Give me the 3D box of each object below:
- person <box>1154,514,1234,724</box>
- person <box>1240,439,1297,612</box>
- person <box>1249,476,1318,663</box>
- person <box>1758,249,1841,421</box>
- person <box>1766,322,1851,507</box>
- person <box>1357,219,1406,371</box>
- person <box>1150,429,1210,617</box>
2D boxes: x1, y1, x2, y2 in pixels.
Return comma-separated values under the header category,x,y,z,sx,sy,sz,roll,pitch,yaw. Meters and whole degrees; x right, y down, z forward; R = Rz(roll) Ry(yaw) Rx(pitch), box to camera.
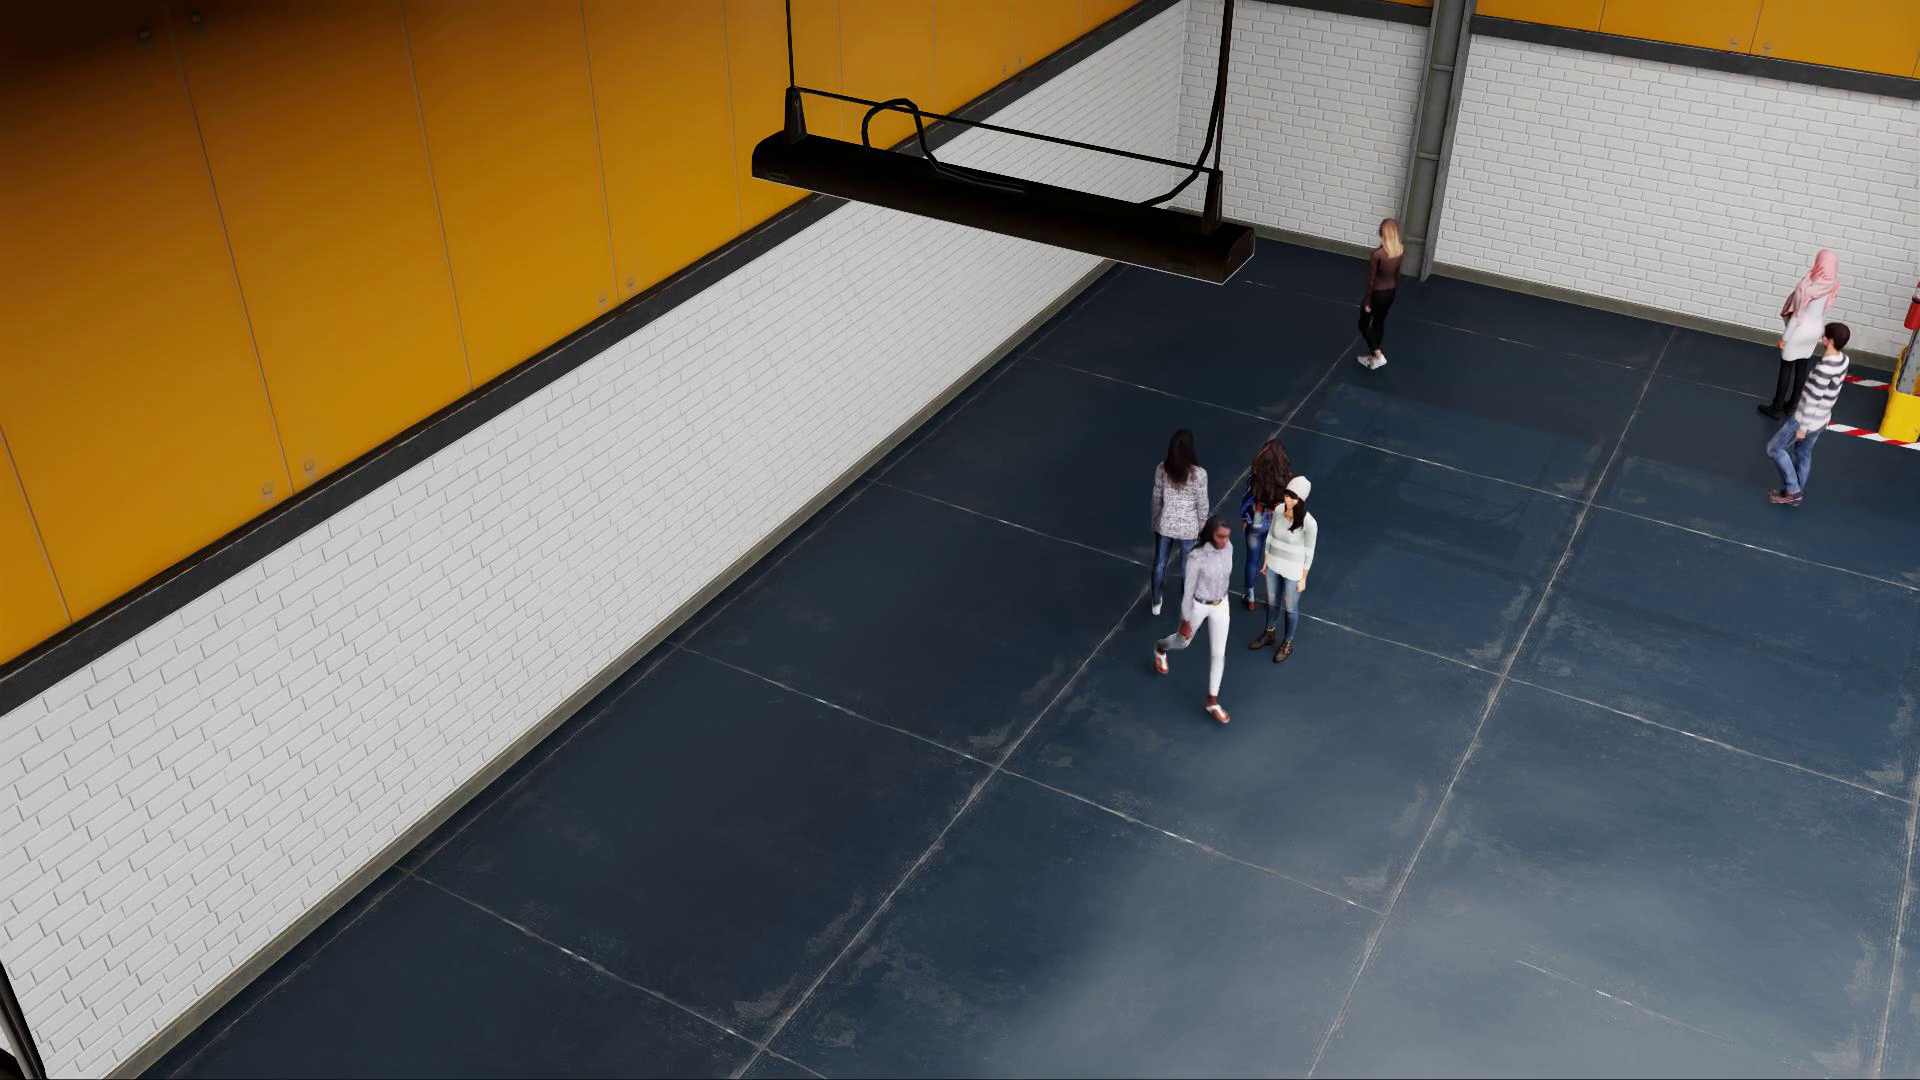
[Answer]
category,x,y,z,sx,sy,sz,roll,pitch,yaw
person,1.816,0.508,12.725,1.061,1.692,1.238,-15,36,-21
person,2.532,-0.127,13.750,0.620,1.615,0.740,3,34,5
person,2.592,0.214,13.210,0.523,1.645,0.677,29,43,36
person,8.337,-2.036,16.453,0.737,1.803,0.794,-9,35,-14
person,7.745,-1.073,14.969,0.722,1.841,0.755,28,43,35
person,4.403,-2.498,17.248,0.807,1.693,0.884,-16,37,-22
person,1.781,-0.133,13.653,0.525,1.732,0.718,11,35,16
